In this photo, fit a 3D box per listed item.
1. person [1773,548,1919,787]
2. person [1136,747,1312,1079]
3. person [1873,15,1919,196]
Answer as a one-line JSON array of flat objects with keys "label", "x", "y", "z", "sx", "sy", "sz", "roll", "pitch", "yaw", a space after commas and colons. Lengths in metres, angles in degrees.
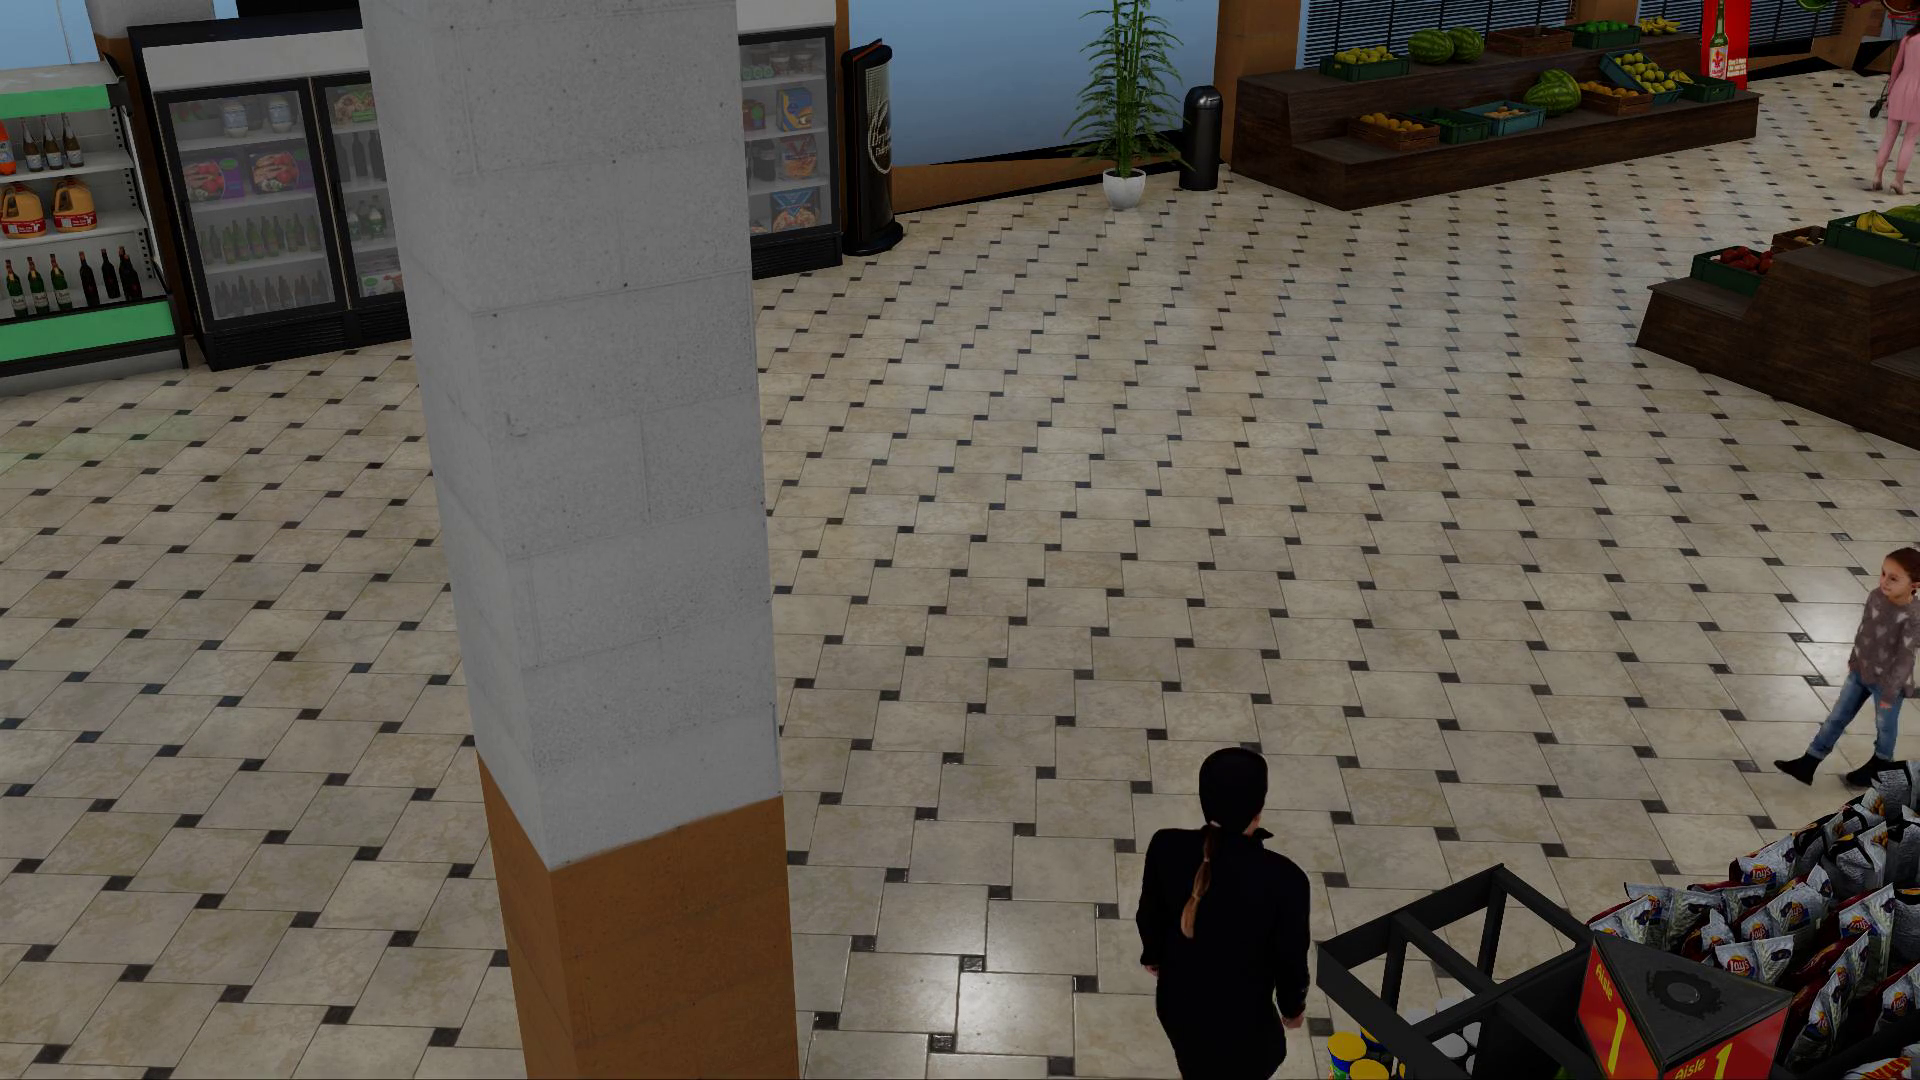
[{"label": "person", "x": 4.048, "y": 0.578, "z": 7.236, "sx": 0.824, "sy": 1.170, "sz": 0.605, "roll": -8, "pitch": 28, "yaw": -16}, {"label": "person", "x": 0.757, "y": 1.415, "z": 5.036, "sx": 0.852, "sy": 1.666, "sz": 0.881, "roll": 15, "pitch": 30, "yaw": 27}, {"label": "person", "x": 9.165, "y": -4.248, "z": 16.055, "sx": 0.545, "sy": 1.801, "sz": 0.639, "roll": -18, "pitch": 32, "yaw": -31}]
